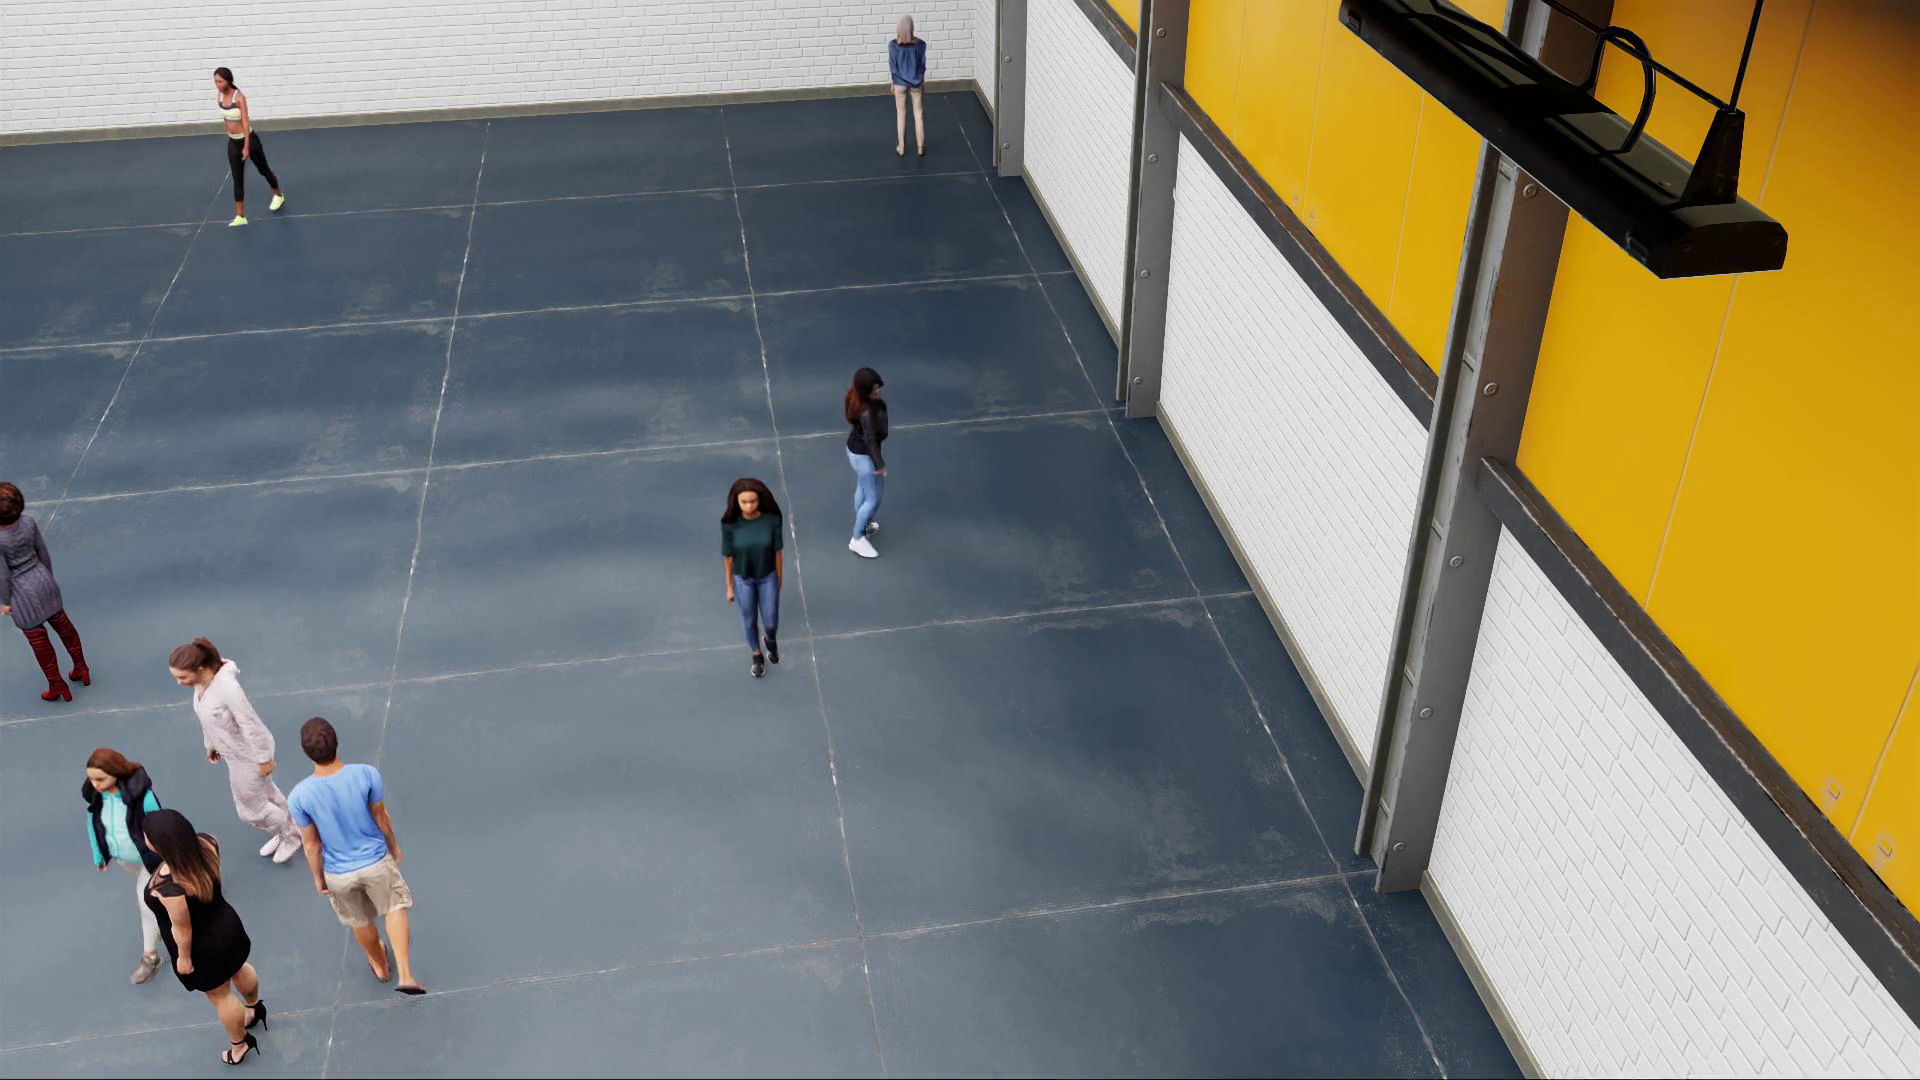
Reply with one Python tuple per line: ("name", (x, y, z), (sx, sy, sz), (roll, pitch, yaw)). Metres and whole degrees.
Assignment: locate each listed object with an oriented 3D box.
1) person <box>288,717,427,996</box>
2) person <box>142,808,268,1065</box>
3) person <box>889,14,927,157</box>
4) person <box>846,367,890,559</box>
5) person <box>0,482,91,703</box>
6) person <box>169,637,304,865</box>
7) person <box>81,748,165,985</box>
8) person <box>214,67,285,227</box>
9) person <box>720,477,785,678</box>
("person", (-3.260, 1.806, 9.047), (0.804, 1.845, 0.994), (-16, 37, -22))
("person", (-3.956, 2.077, 8.753), (0.749, 1.718, 0.593), (0, 34, 0))
("person", (-0.629, -5.532, 20.220), (0.618, 1.698, 0.566), (-4, 34, -6))
("person", (-0.741, -0.687, 13.000), (0.812, 1.620, 0.588), (-19, 38, -26))
("person", (-6.335, 0.351, 11.356), (0.719, 1.711, 0.613), (12, 35, 17))
("person", (-4.261, 1.221, 10.090), (0.781, 1.663, 0.854), (23, 40, 30))
("person", (-4.646, 1.732, 9.500), (0.816, 1.466, 1.065), (6, 34, 10))
("person", (-7.899, -4.412, 18.531), (0.877, 1.700, 1.215), (8, 34, 12))
("person", (-1.442, 0.221, 11.650), (0.596, 1.603, 0.606), (-3, 34, -5))
